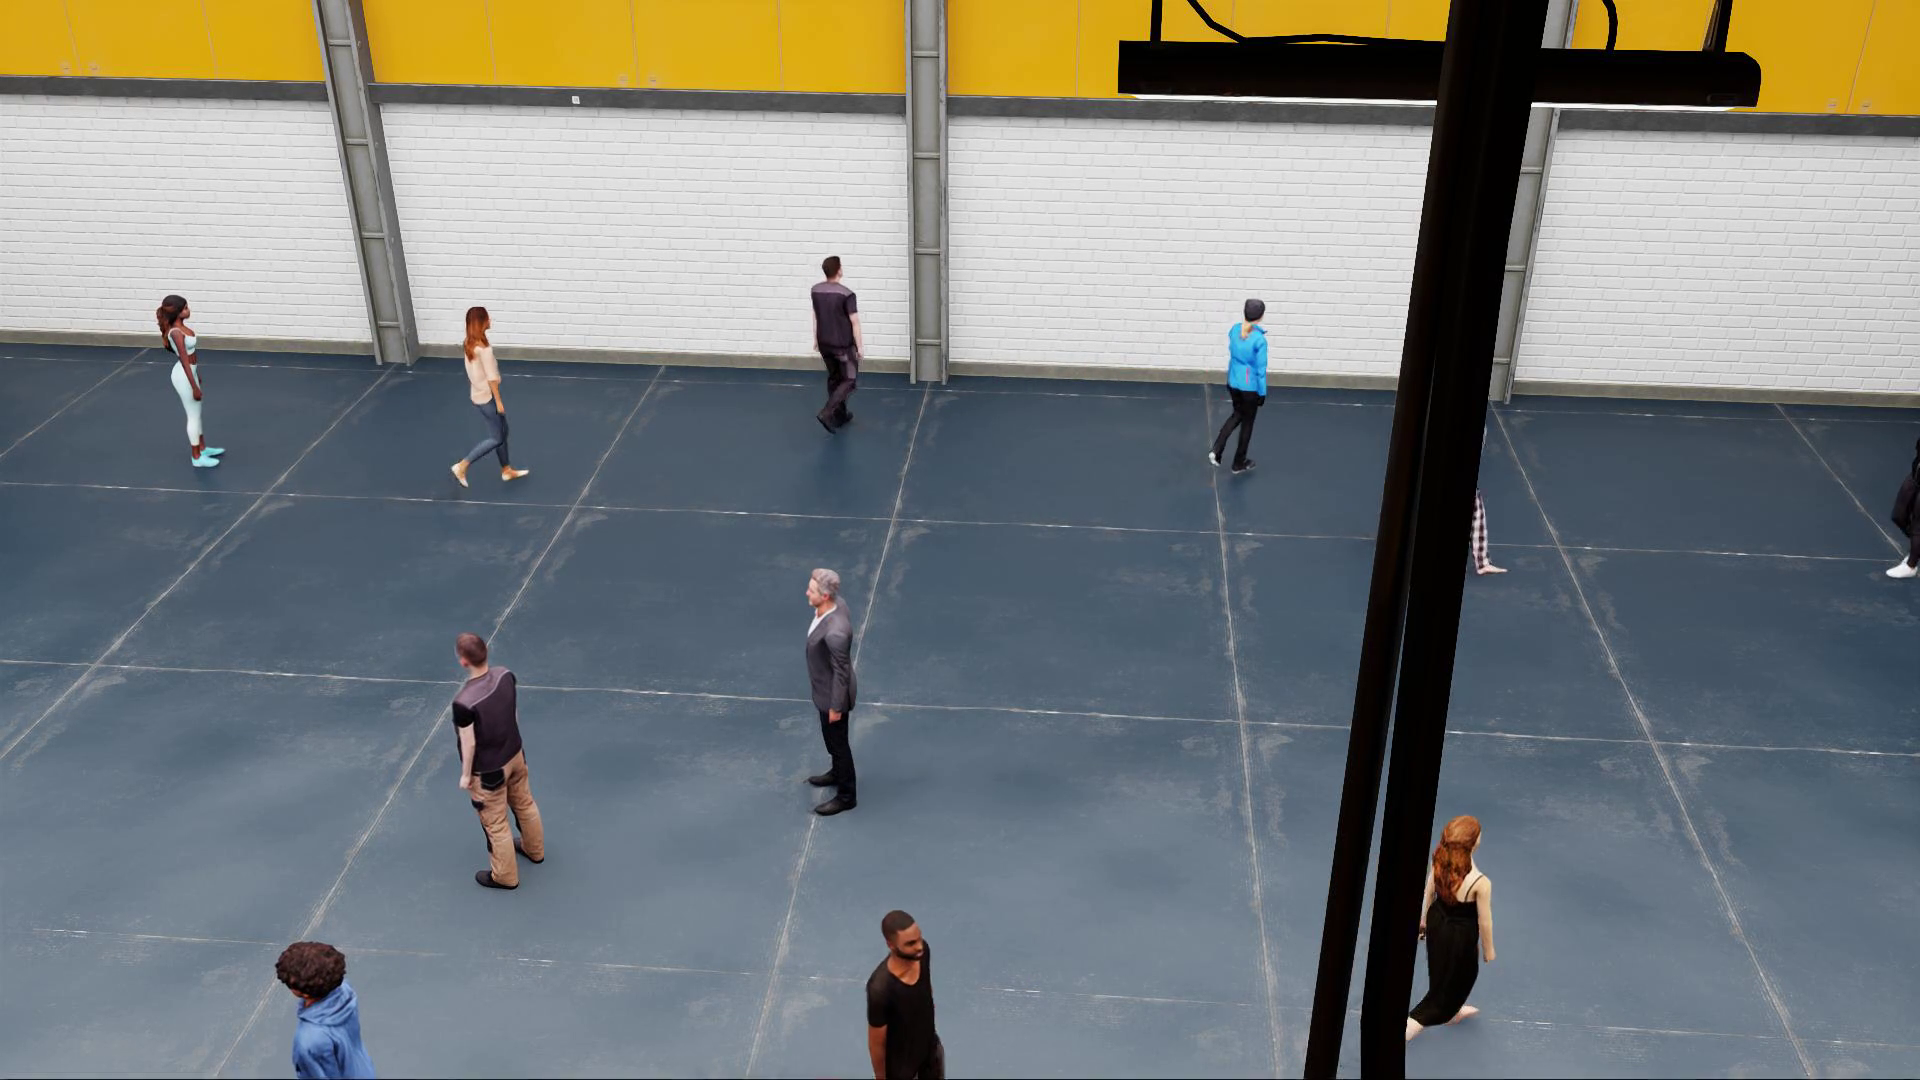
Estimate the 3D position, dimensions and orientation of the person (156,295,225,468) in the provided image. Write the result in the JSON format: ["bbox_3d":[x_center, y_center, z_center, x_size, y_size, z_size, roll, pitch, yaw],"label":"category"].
[{"bbox_3d":[-7.432,-1.538,15.994,0.661,1.725,0.645,-11,30,-19],"label":"person"}]

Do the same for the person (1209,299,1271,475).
[{"bbox_3d":[2.625,-1.417,15.715,0.947,1.780,0.872,-18,33,-30],"label":"person"}]

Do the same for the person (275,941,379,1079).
[{"bbox_3d":[-3.029,2.688,8.160,0.593,1.808,0.703,-1,29,-2],"label":"person"}]

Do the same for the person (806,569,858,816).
[{"bbox_3d":[-0.868,0.998,11.227,0.691,1.839,0.785,-5,29,-9],"label":"person"}]

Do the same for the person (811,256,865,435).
[{"bbox_3d":[-1.266,-1.901,16.550,1.032,1.831,1.046,19,34,31],"label":"person"}]

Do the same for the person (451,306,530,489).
[{"bbox_3d":[-4.483,-1.285,15.485,1.055,1.770,0.949,-18,33,-30],"label":"person"}]

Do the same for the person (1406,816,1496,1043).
[{"bbox_3d":[2.657,2.243,9.203,1.125,1.591,0.923,-13,31,-23],"label":"person"}]

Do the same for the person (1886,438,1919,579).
[{"bbox_3d":[8.238,-0.428,14.013,0.689,1.674,0.673,-1,29,-3],"label":"person"}]

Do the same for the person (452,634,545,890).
[{"bbox_3d":[-2.940,1.379,10.523,0.726,1.843,0.761,13,31,23],"label":"person"}]

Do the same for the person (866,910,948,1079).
[{"bbox_3d":[-0.351,2.548,8.429,0.929,1.796,0.843,17,33,28],"label":"person"}]
